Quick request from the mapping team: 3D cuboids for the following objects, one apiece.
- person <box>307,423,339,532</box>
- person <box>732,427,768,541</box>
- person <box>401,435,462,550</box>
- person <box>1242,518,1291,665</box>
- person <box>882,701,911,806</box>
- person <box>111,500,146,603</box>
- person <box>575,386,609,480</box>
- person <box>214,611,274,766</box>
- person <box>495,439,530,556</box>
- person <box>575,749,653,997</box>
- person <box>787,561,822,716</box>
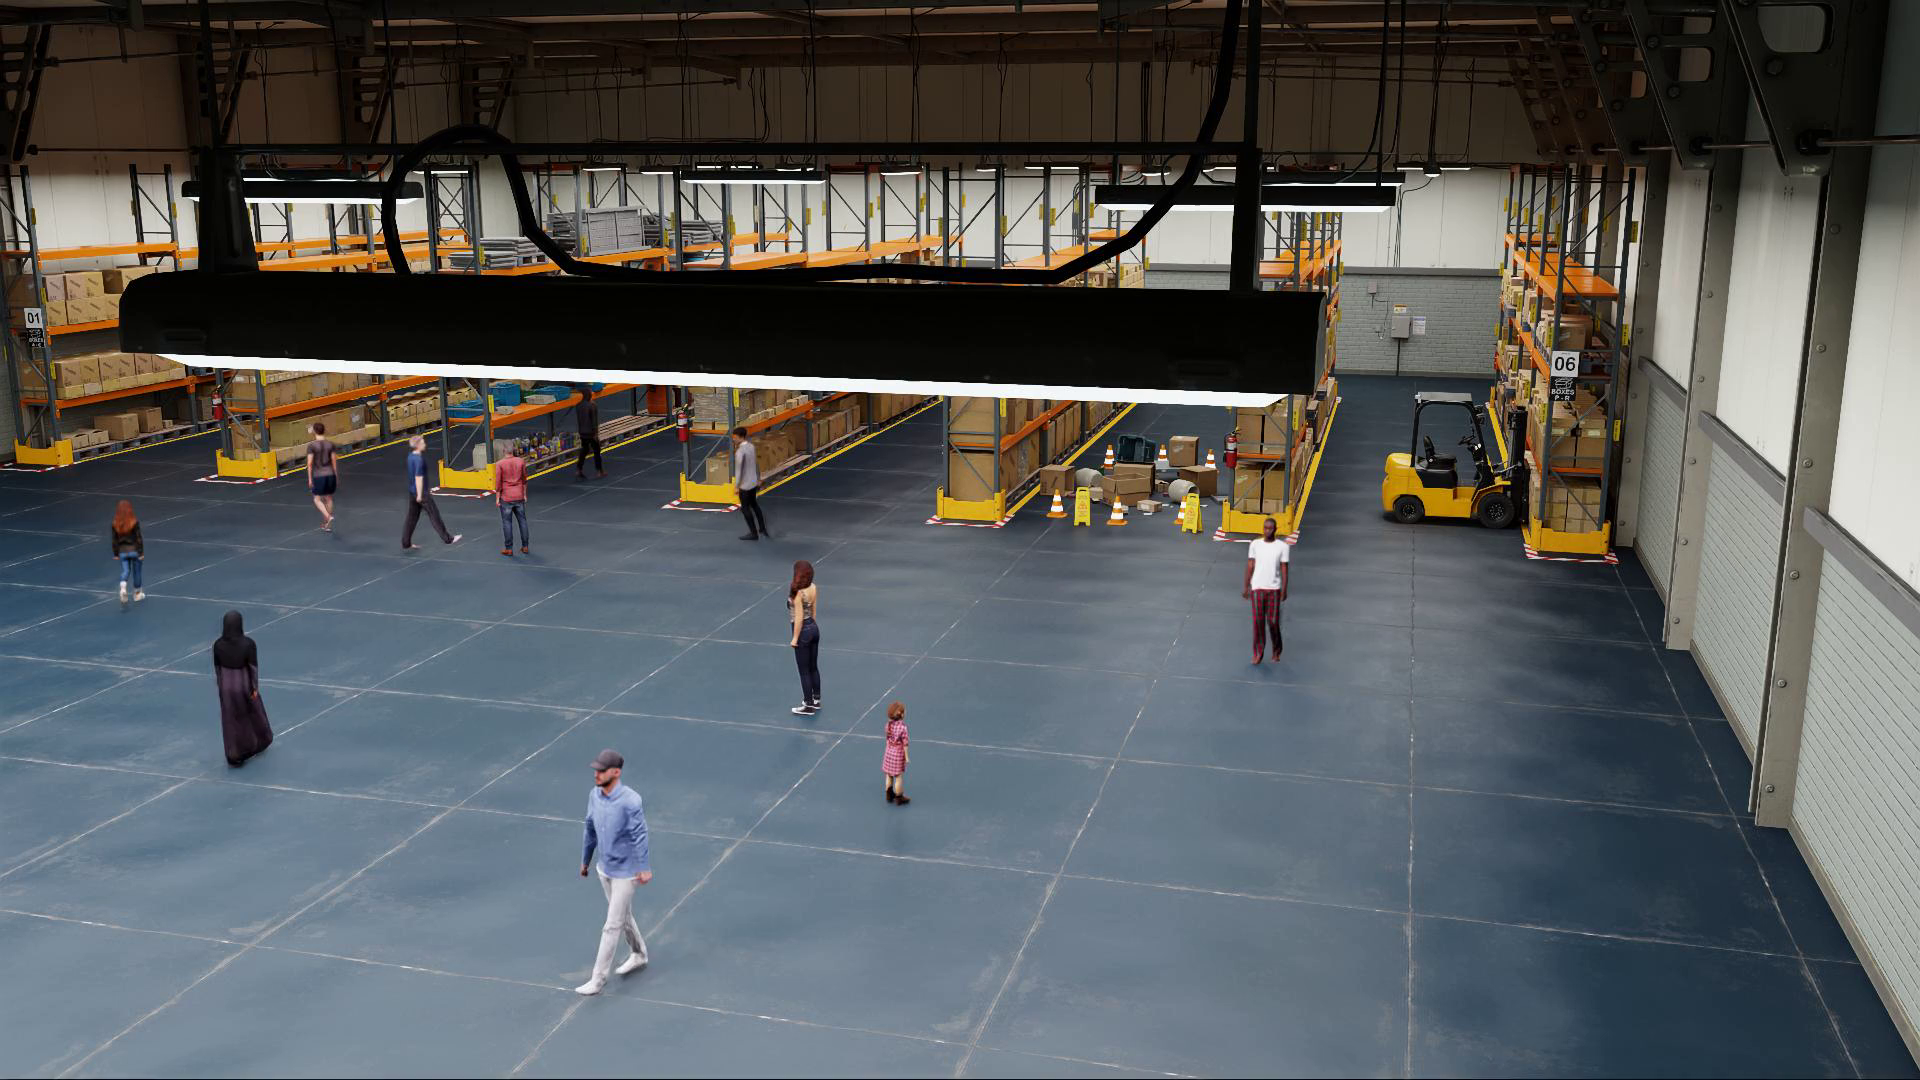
[{"bbox_3d":[-10.608,-1.026,27.794,0.962,1.839,0.978,-11,17,-39],"label":"person"},{"bbox_3d":[-3.416,-0.921,27.246,0.962,1.883,0.553,8,15,30],"label":"person"},{"bbox_3d":[-8.713,-0.727,26.523,1.215,1.830,1.122,-8,16,-32],"label":"person"},{"bbox_3d":[3.831,0.612,20.746,0.741,1.828,0.708,7,15,28],"label":"person"},{"bbox_3d":[-0.627,2.071,16.235,0.486,1.021,0.525,11,17,40],"label":"person"},{"bbox_3d":[-11.700,0.183,23.392,0.750,1.469,0.884,-2,13,-10],"label":"person"},{"bbox_3d":[-7.275,-2.056,32.290,0.915,1.817,1.110,8,15,32],"label":"person"},{"bbox_3d":[-7.520,1.540,17.223,0.857,1.609,1.072,-2,13,-9],"label":"person"},{"bbox_3d":[-7.099,-0.689,26.356,0.724,1.831,0.817,-9,16,-35],"label":"person"},{"bbox_3d":[-2.539,2.469,12.663,0.943,1.856,1.167,10,16,36],"label":"person"},{"bbox_3d":[-1.737,1.089,18.817,0.702,1.769,0.524,6,14,24],"label":"person"}]
